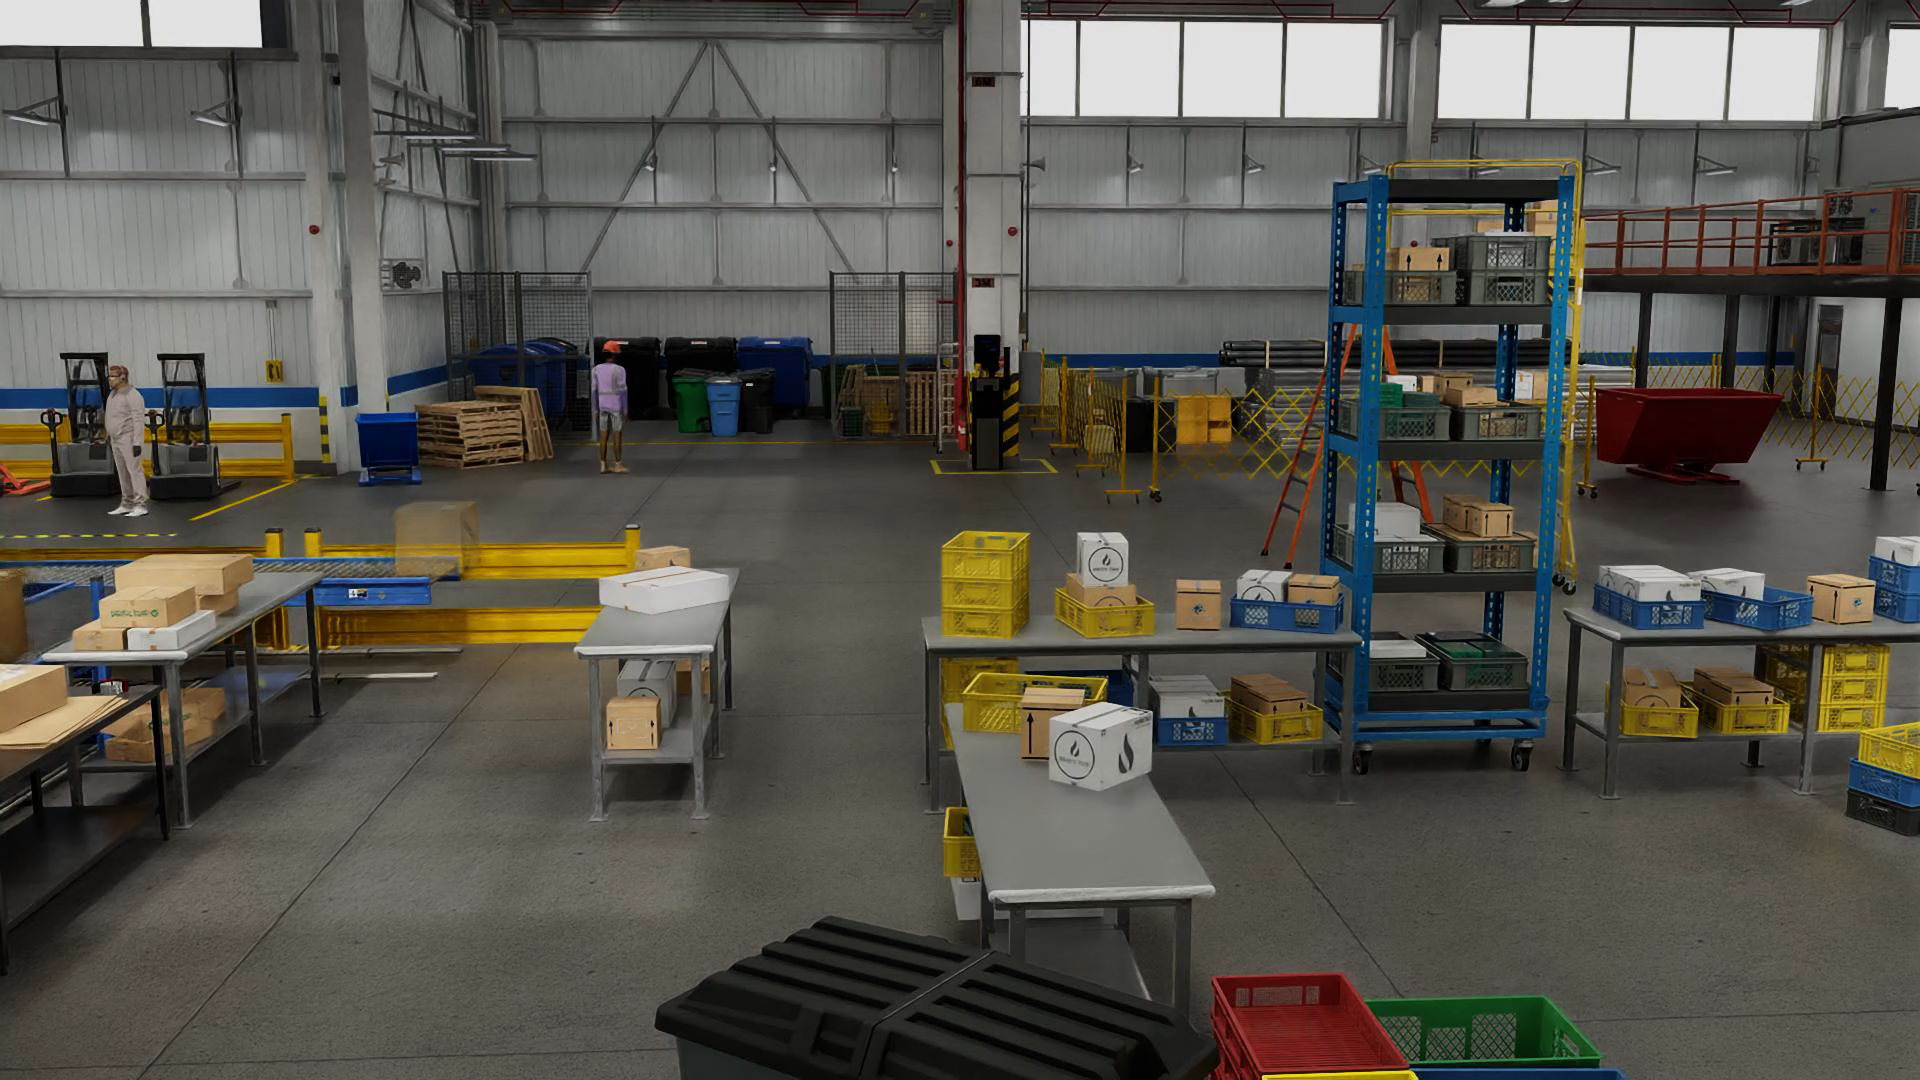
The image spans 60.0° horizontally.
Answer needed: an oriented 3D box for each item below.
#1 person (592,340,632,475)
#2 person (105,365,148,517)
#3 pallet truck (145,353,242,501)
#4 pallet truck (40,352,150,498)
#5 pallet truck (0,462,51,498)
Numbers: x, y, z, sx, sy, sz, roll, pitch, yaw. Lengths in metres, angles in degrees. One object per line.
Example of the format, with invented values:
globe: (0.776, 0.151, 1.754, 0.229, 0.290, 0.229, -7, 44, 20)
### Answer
person: (-5.305, -2.017, 25.375, 0.611, 2.042, 0.396, 4, 10, 25)
person: (-10.513, -1.239, 20.914, 0.637, 1.911, 0.403, 6, 11, 35)
pallet truck: (-10.520, -1.604, 22.925, 0.823, 1.965, 1.885, -1, 9, -6)
pallet truck: (-11.907, -1.642, 23.165, 0.823, 1.965, 1.885, 0, 9, 0)
pallet truck: (-13.193, -1.293, 23.148, 0.653, 1.274, 1.630, -1, 9, -4)
